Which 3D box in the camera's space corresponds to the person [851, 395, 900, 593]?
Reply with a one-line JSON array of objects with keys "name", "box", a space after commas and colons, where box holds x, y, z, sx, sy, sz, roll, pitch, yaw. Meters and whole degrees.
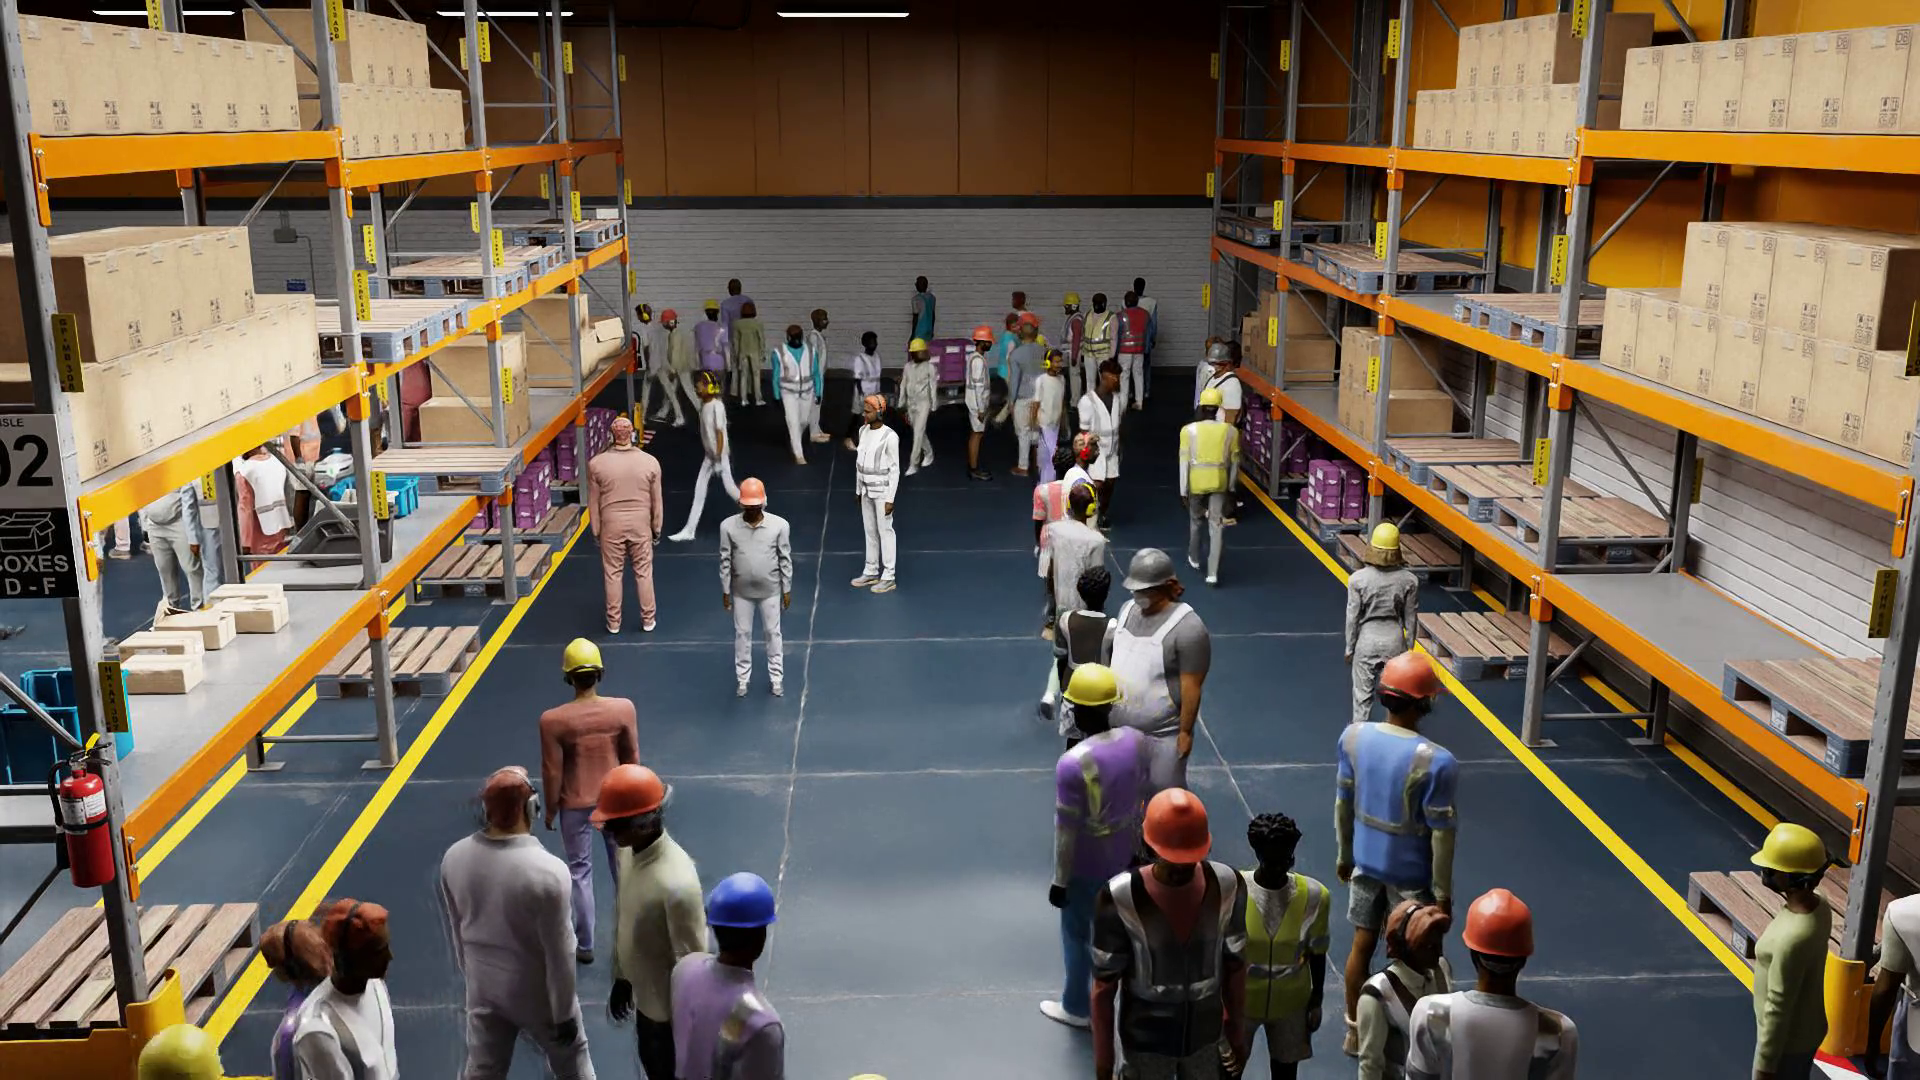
[{"name": "person", "box": [-0.801, -0.444, 15.778, 0.355, 1.883, 0.574, -12, 18, -39]}]

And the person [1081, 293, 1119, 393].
[{"name": "person", "box": [2.082, -2.811, 25.149, 0.627, 1.846, 0.429, 10, 17, 34]}]

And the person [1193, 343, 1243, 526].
[{"name": "person", "box": [2.842, -1.183, 18.361, 0.536, 2.000, 0.704, -1, 14, -6]}]

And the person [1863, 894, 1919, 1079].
[{"name": "person", "box": [3.813, 1.958, 6.445, 0.559, 1.836, 0.394, 2, 14, 9]}]

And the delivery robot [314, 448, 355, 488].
[{"name": "delivery robot", "box": [-7.416, -0.858, 19.864, 0.477, 0.478, 0.707, 4, 15, 17]}]

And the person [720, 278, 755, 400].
[{"name": "person", "box": [-3.531, -3.190, 26.465, 0.627, 1.933, 0.367, -12, 19, -40]}]

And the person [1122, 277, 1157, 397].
[{"name": "person", "box": [2.867, -3.244, 26.696, 0.587, 1.920, 0.392, -1, 14, -6]}]

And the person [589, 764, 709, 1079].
[{"name": "person", "box": [-1.227, 1.837, 6.690, 0.446, 1.963, 0.856, -7, 16, -26]}]

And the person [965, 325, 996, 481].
[{"name": "person", "box": [0.257, -1.688, 20.570, 0.388, 1.930, 0.544, -1, 14, -4]}]

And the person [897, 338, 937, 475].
[{"name": "person", "box": [-0.530, -1.721, 21.162, 0.495, 1.711, 0.798, 10, 17, 34]}]

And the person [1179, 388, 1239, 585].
[{"name": "person", "box": [2.416, -0.532, 16.164, 0.599, 1.870, 1.010, 0, 14, 0]}]

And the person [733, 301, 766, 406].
[{"name": "person", "box": [-3.276, -2.906, 25.942, 0.507, 1.630, 0.268, 3, 15, 12]}]

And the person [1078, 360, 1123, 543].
[{"name": "person", "box": [1.528, -0.978, 17.808, 0.694, 1.926, 0.691, -11, 18, -36]}]

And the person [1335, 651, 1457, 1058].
[{"name": "person", "box": [2.054, 1.515, 7.803, 0.386, 2.038, 0.644, -13, 19, -41]}]

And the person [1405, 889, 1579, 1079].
[{"name": "person", "box": [1.782, 2.108, 5.675, 0.543, 1.929, 0.386, 5, 15, 20]}]

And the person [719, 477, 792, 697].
[{"name": "person", "box": [-1.580, 0.365, 12.876, 0.566, 1.744, 0.350, -1, 14, -2]}]

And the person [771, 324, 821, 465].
[{"name": "person", "box": [-2.149, -1.932, 21.750, 0.632, 1.821, 0.795, -6, 15, -22]}]

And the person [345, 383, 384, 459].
[{"name": "person", "box": [-7.081, -1.388, 19.771, 0.379, 1.738, 0.566, 6, 15, 22]}]

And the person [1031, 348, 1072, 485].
[{"name": "person", "box": [1.118, -1.267, 19.061, 0.641, 1.852, 0.554, 11, 18, 38]}]

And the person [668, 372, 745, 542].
[{"name": "person", "box": [-2.605, -0.893, 17.706, 1.018, 1.811, 0.558, -10, 17, -33]}]

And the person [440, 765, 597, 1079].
[{"name": "person", "box": [-1.821, 1.830, 6.934, 0.651, 1.846, 1.014, 6, 15, 22]}]

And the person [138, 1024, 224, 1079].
[{"name": "person", "box": [-2.197, 2.327, 4.853, 0.601, 1.905, 0.487, 0, 14, 1]}]

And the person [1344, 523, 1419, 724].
[{"name": "person", "box": [2.880, 0.737, 11.419, 0.484, 1.745, 0.298, 2, 14, 7]}]

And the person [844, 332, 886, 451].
[{"name": "person", "box": [-1.235, -1.967, 22.223, 0.888, 1.648, 0.550, 13, 19, 42]}]

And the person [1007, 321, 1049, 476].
[{"name": "person", "box": [0.869, -1.767, 20.863, 0.635, 1.935, 0.351, -9, 17, -31]}]

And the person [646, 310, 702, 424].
[{"name": "person", "box": [-4.158, -2.531, 24.363, 0.912, 1.685, 0.597, -4, 15, -16]}]

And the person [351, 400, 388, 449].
[{"name": "person", "box": [-7.559, -1.868, 21.172, 0.617, 1.984, 0.408, 4, 15, 16]}]

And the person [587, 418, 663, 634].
[{"name": "person", "box": [-2.910, -0.123, 14.498, 0.636, 1.900, 0.400, -4, 15, -17]}]

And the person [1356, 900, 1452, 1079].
[{"name": "person", "box": [1.649, 2.111, 6.229, 0.512, 1.642, 0.312, -12, 19, -40]}]

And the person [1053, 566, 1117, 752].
[{"name": "person", "box": [0.844, 0.991, 10.510, 0.535, 1.700, 0.318, 8, 16, 28]}]

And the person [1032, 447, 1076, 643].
[{"name": "person", "box": [0.881, 0.050, 14.206, 0.536, 1.696, 0.321, 0, 14, 2]}]

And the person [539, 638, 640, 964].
[{"name": "person", "box": [-1.963, 1.380, 8.855, 0.533, 1.765, 0.330, -8, 16, -28]}]

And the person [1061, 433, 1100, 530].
[{"name": "person", "box": [0.991, -0.012, 14.184, 0.381, 1.835, 0.566, 0, 14, 1]}]

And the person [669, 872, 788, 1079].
[{"name": "person", "box": [-0.840, 2.089, 5.823, 0.940, 1.893, 0.600, -13, 19, -42]}]

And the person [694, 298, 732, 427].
[{"name": "person", "box": [-3.565, -2.508, 23.852, 0.603, 1.895, 0.761, 8, 16, 28]}]

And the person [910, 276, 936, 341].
[{"name": "person", "box": [-0.627, -3.487, 27.797, 0.345, 1.846, 0.508, 13, 19, 42]}]

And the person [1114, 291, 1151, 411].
[{"name": "person", "box": [2.611, -2.887, 25.471, 0.640, 1.838, 0.430, -7, 16, -26]}]

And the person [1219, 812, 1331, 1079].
[{"name": "person", "box": [1.263, 1.912, 6.919, 0.537, 1.693, 0.319, 0, 14, 2]}]

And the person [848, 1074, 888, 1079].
[{"name": "person", "box": [-0.290, 2.388, 4.964, 0.325, 1.735, 0.490, -1, 14, -3]}]

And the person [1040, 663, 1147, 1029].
[{"name": "person", "box": [0.698, 1.521, 8.012, 0.641, 1.908, 0.593, 13, 19, 42]}]

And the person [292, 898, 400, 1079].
[{"name": "person", "box": [-2.121, 2.111, 5.852, 0.966, 1.836, 0.559, 2, 14, 6]}]

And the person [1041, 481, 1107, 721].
[{"name": "person", "box": [0.828, 0.488, 12.184, 0.541, 1.851, 0.478, 10, 18, 35]}]

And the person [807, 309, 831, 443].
[{"name": "person", "box": [-1.966, -2.280, 23.061, 0.327, 1.843, 0.516, 0, 14, 0]}]

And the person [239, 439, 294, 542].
[{"name": "person", "box": [-7.371, -0.826, 17.237, 0.597, 1.904, 0.791, 12, 19, 39]}]

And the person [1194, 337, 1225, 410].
[{"name": "person", "box": [3.035, -1.563, 20.276, 0.353, 1.835, 0.518, -1, 14, -5]}]

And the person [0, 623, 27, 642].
[{"name": "person", "box": [-8.523, 0.080, 13.921, 1.005, 1.787, 0.578, -10, 17, -34]}]

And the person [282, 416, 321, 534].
[{"name": "person", "box": [-6.828, -0.876, 17.309, 0.365, 1.962, 0.613, -3, 15, -11]}]

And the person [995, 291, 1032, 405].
[{"name": "person", "box": [1.013, -2.948, 25.761, 0.926, 1.808, 0.580, 4, 15, 16]}]

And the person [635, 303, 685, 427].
[{"name": "person", "box": [-4.406, -2.525, 24.105, 0.993, 1.815, 0.589, 8, 16, 28]}]

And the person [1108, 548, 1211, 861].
[{"name": "person", "box": [1.098, 1.013, 9.742, 0.535, 2.000, 0.685, -10, 18, -36]}]

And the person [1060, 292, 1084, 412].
[{"name": "person", "box": [1.727, -2.865, 25.406, 0.403, 1.825, 0.595, 0, 14, -1]}]

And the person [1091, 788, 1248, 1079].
[{"name": "person", "box": [0.805, 1.888, 6.339, 0.612, 2.030, 0.403, -3, 15, -13]}]

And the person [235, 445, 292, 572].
[{"name": "person", "box": [-5.943, -0.063, 14.237, 0.405, 1.909, 0.597, 3, 15, 10]}]

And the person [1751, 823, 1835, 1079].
[{"name": "person", "box": [3.249, 1.956, 6.611, 0.340, 1.761, 0.530, 11, 18, 38]}]

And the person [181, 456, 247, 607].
[{"name": "person", "box": [-6.415, -0.097, 14.373, 0.386, 1.904, 0.603, 9, 17, 31]}]

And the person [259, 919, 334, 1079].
[{"name": "person", "box": [-2.335, 2.147, 6.109, 0.316, 1.631, 0.517, -1, 14, -5]}]

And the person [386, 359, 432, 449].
[{"name": "person", "box": [-6.721, -1.691, 20.357, 0.539, 2.000, 0.688, 5, 15, 19]}]

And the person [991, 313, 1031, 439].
[{"name": "person", "box": [0.778, -2.270, 23.097, 0.550, 1.800, 0.606, -2, 14, -7]}]

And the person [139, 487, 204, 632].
[{"name": "person", "box": [-6.855, -0.121, 14.454, 0.645, 1.913, 0.409, 3, 15, 13]}]
